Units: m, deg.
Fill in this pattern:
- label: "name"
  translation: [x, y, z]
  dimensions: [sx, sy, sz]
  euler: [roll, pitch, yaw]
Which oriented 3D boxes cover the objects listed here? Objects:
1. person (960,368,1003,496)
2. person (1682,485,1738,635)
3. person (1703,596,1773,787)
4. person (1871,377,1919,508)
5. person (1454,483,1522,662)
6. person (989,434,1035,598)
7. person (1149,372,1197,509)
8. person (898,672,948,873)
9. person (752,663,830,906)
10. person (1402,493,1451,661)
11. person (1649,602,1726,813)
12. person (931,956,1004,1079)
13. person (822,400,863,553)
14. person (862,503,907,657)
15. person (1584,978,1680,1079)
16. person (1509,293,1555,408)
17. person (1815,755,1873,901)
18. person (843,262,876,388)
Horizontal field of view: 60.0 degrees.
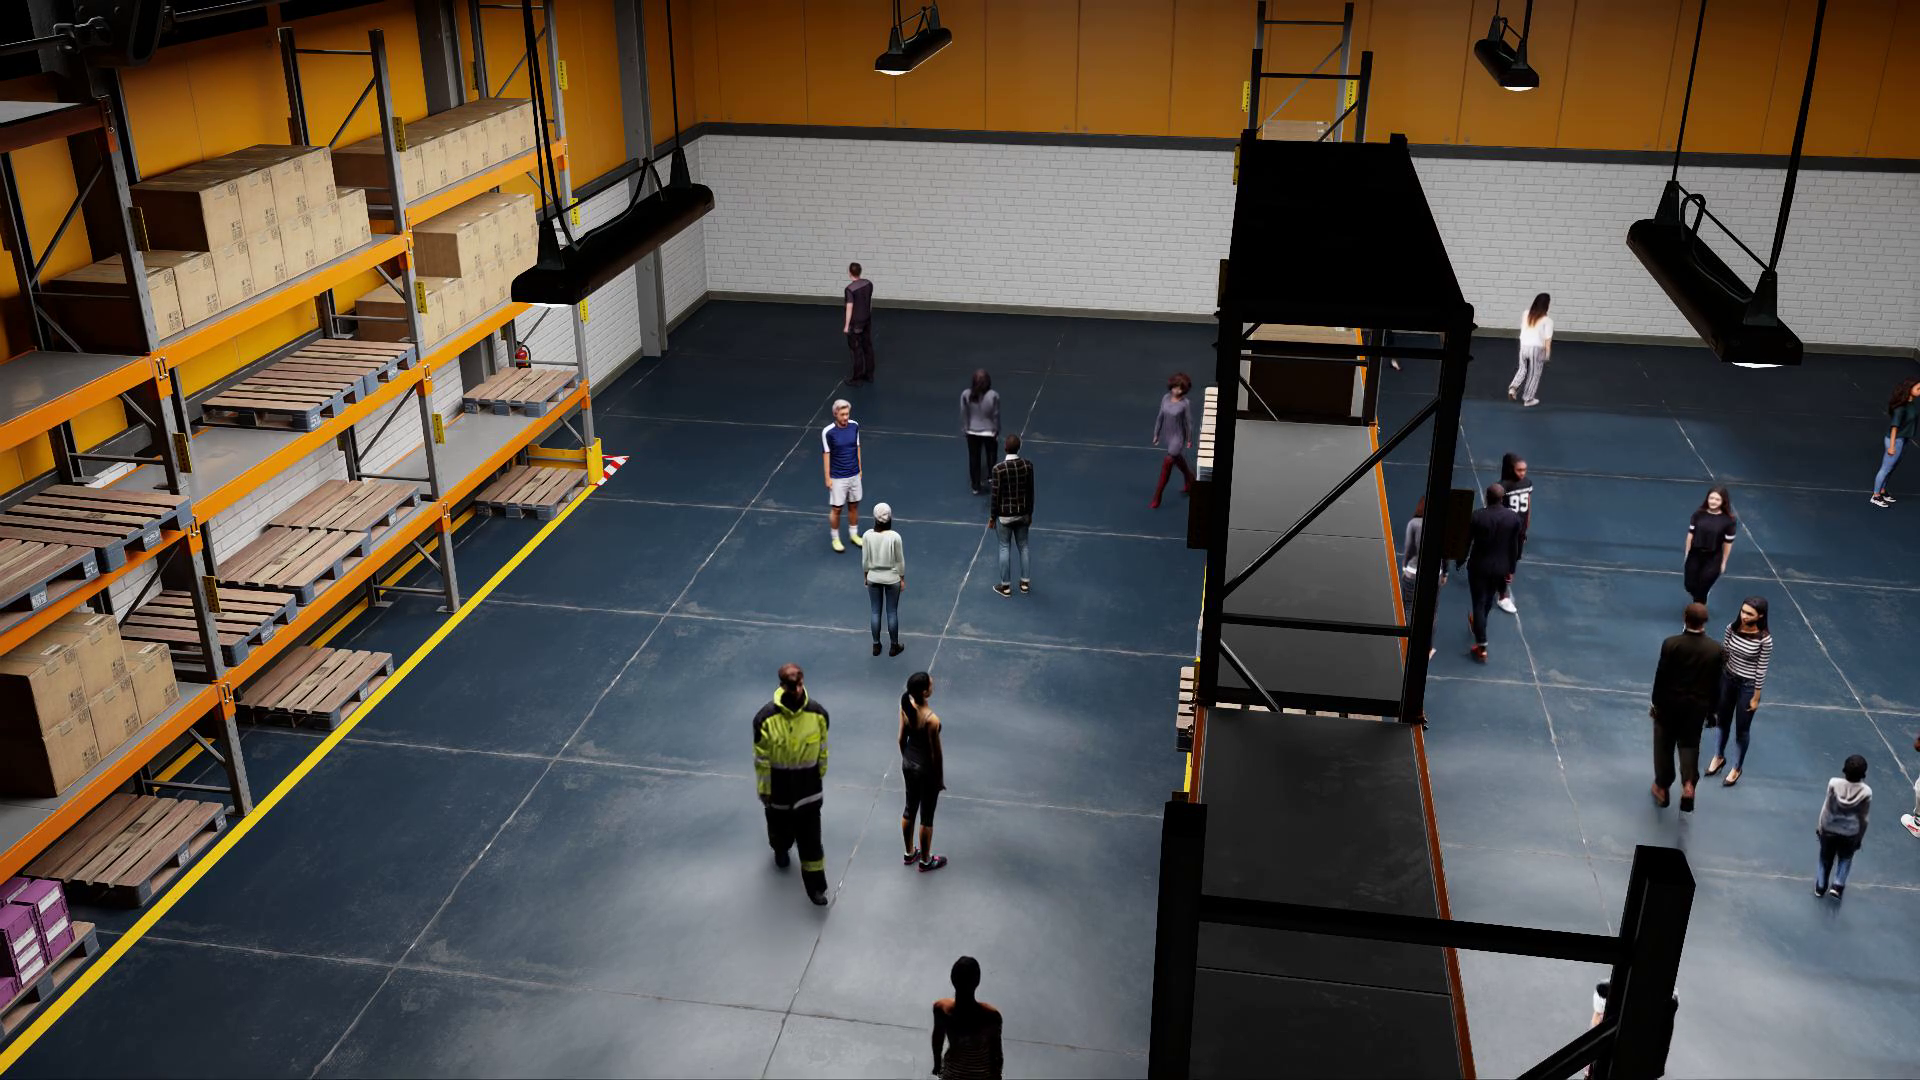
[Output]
- label: "person"
  translation: [0.260, -1.323, 20.632]
  dimensions: [0.669, 1.574, 0.846]
  euler: [4, 24, 8]
- label: "person"
  translation: [7.718, 0.177, 17.133]
  dimensions: [0.811, 1.629, 0.924]
  euler: [18, 29, 35]
- label: "person"
  translation: [6.742, 1.296, 14.368]
  dimensions: [0.698, 1.793, 0.639]
  euler: [-16, 28, -32]
- label: "person"
  translation: [11.466, -1.220, 20.344]
  dimensions: [0.698, 1.615, 0.773]
  euler: [-21, 31, -39]
- label: "person"
  translation: [5.266, 0.344, 16.562]
  dimensions: [0.852, 1.780, 1.153]
  euler: [-1, 24, -3]
- label: "person"
  translation: [0.570, -0.268, 17.912]
  dimensions: [0.750, 1.820, 0.739]
  euler: [-8, 25, -17]
- label: "person"
  translation: [2.677, -1.245, 20.334]
  dimensions: [1.165, 1.669, 1.052]
  euler: [-18, 29, -35]
- label: "person"
  translation: [-0.320, 1.828, 13.230]
  dimensions: [0.663, 1.728, 0.692]
  euler: [21, 31, 39]
- label: "person"
  translation: [-1.348, 1.818, 12.999]
  dimensions: [1.118, 1.933, 1.370]
  euler: [-6, 24, -14]
- label: "person"
  translation: [4.629, 0.342, 16.585]
  dimensions: [0.625, 1.764, 0.542]
  euler: [6, 24, 14]
- label: "person"
  translation: [6.055, 1.444, 13.907]
  dimensions: [0.684, 1.891, 0.898]
  euler: [5, 24, 11]
- label: "person"
  translation: [0.013, 3.285, 9.817]
  dimensions: [0.659, 1.794, 0.911]
  euler: [6, 24, 14]
- label: "person"
  translation: [-1.339, -0.767, 19.039]
  dimensions: [0.724, 1.831, 0.789]
  euler: [-16, 29, -33]
- label: "person"
  translation: [-0.759, 0.382, 16.644]
  dimensions: [0.566, 1.645, 0.477]
  euler: [4, 24, 9]
- label: "person"
  translation: [4.005, 3.206, 9.958]
  dimensions: [0.698, 1.824, 1.112]
  euler: [5, 24, 12]
- label: "person"
  translation: [8.103, -2.700, 23.661]
  dimensions: [0.942, 1.672, 0.882]
  euler: [-15, 28, -30]
- label: "person"
  translation: [6.804, 2.248, 12.865]
  dimensions: [0.551, 1.253, 0.636]
  euler: [11, 26, 24]
- label: "person"
  translation: [-1.493, -3.204, 24.597]
  dimensions: [0.860, 1.844, 0.718]
  euler: [17, 29, 34]
